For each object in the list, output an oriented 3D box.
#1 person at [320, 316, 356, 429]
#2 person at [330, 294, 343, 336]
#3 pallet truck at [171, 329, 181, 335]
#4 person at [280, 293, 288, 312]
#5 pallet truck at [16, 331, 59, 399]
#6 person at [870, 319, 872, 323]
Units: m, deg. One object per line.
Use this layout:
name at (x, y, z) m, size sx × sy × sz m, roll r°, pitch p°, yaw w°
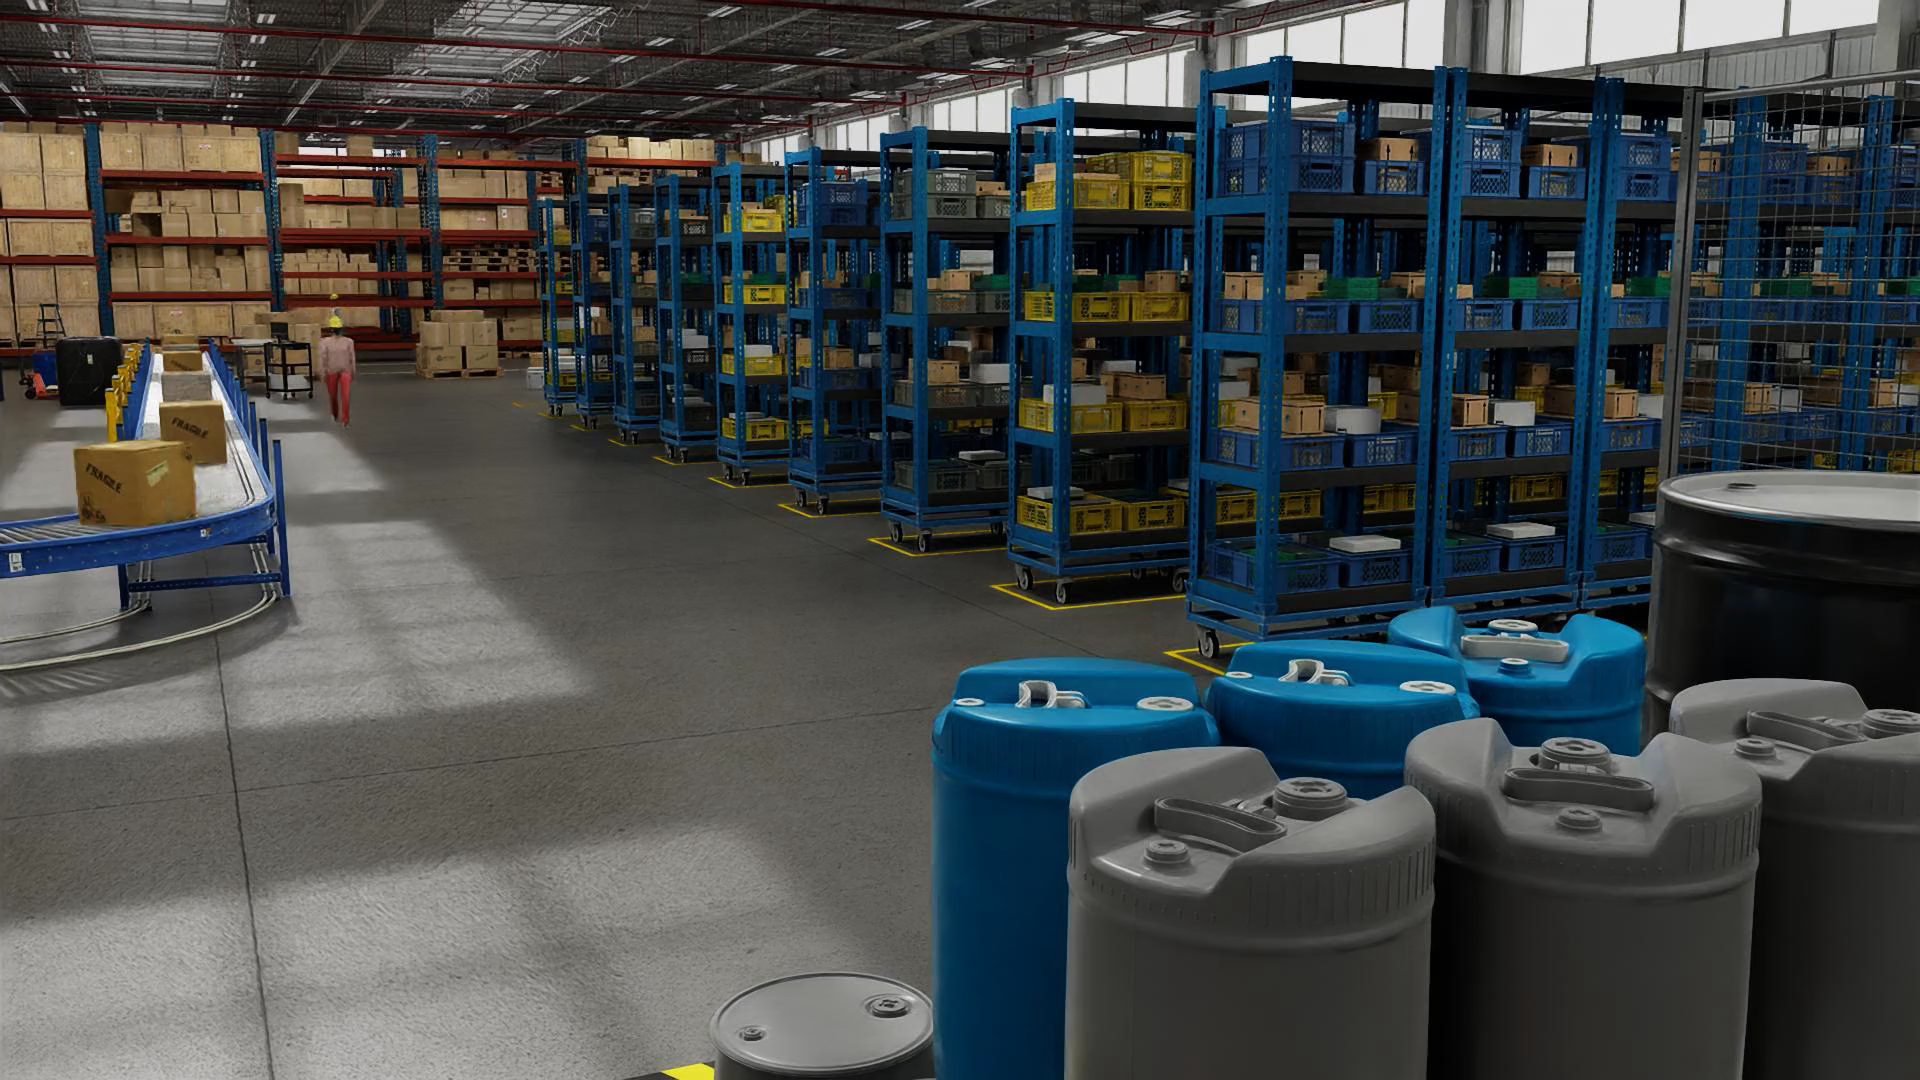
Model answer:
person at (-9.649, -2.610, 25.809) m, size 0.528 × 1.742 × 0.791 m, roll -4°, pitch 10°, yaw -21°
person at (-18.492, -6.416, 49.368) m, size 0.337 × 1.760 × 0.526 m, roll -4°, pitch 10°, yaw -25°
pallet truck at (-17.275, -3.851, 35.096) m, size 1.601 × 1.201 × 0.680 m, roll 0°, pitch 9°, yaw 1°
person at (-22.009, -7.144, 53.677) m, size 0.694 × 1.819 × 0.630 m, roll -4°, pitch 10°, yaw -21°
pallet truck at (-17.082, -3.353, 31.781) m, size 1.630 × 1.274 × 0.653 m, roll -4°, pitch 10°, yaw -25°
person at (-2.818, -6.869, 52.191) m, size 0.341 × 1.750 × 0.565 m, roll 3°, pitch 10°, yaw 16°
